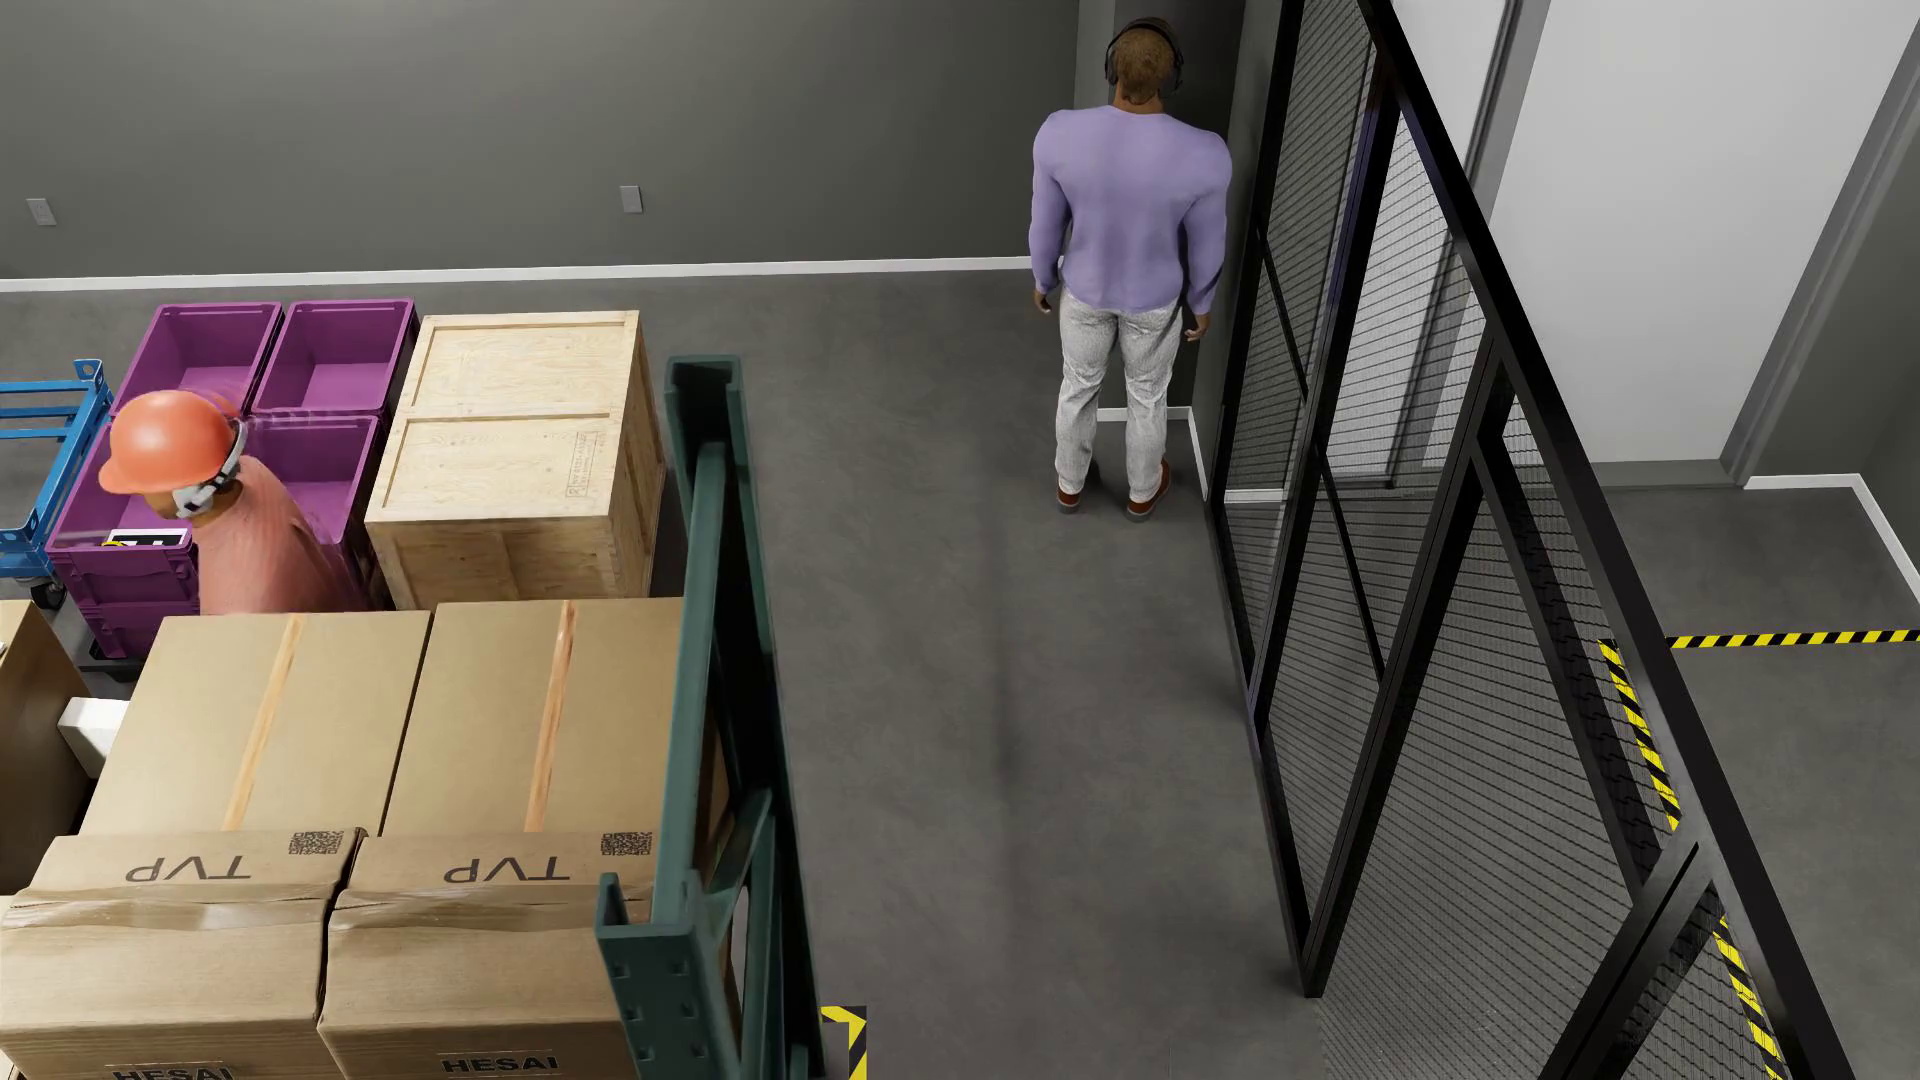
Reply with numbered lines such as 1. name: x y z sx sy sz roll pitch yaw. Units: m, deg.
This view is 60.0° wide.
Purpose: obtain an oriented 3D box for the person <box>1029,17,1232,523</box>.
1. person: 0.545 -0.841 5.559 0.638 1.938 0.356 10 47 9

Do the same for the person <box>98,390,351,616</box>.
1. person: -1.743 0.380 4.365 0.441 1.977 0.636 -14 48 -13
